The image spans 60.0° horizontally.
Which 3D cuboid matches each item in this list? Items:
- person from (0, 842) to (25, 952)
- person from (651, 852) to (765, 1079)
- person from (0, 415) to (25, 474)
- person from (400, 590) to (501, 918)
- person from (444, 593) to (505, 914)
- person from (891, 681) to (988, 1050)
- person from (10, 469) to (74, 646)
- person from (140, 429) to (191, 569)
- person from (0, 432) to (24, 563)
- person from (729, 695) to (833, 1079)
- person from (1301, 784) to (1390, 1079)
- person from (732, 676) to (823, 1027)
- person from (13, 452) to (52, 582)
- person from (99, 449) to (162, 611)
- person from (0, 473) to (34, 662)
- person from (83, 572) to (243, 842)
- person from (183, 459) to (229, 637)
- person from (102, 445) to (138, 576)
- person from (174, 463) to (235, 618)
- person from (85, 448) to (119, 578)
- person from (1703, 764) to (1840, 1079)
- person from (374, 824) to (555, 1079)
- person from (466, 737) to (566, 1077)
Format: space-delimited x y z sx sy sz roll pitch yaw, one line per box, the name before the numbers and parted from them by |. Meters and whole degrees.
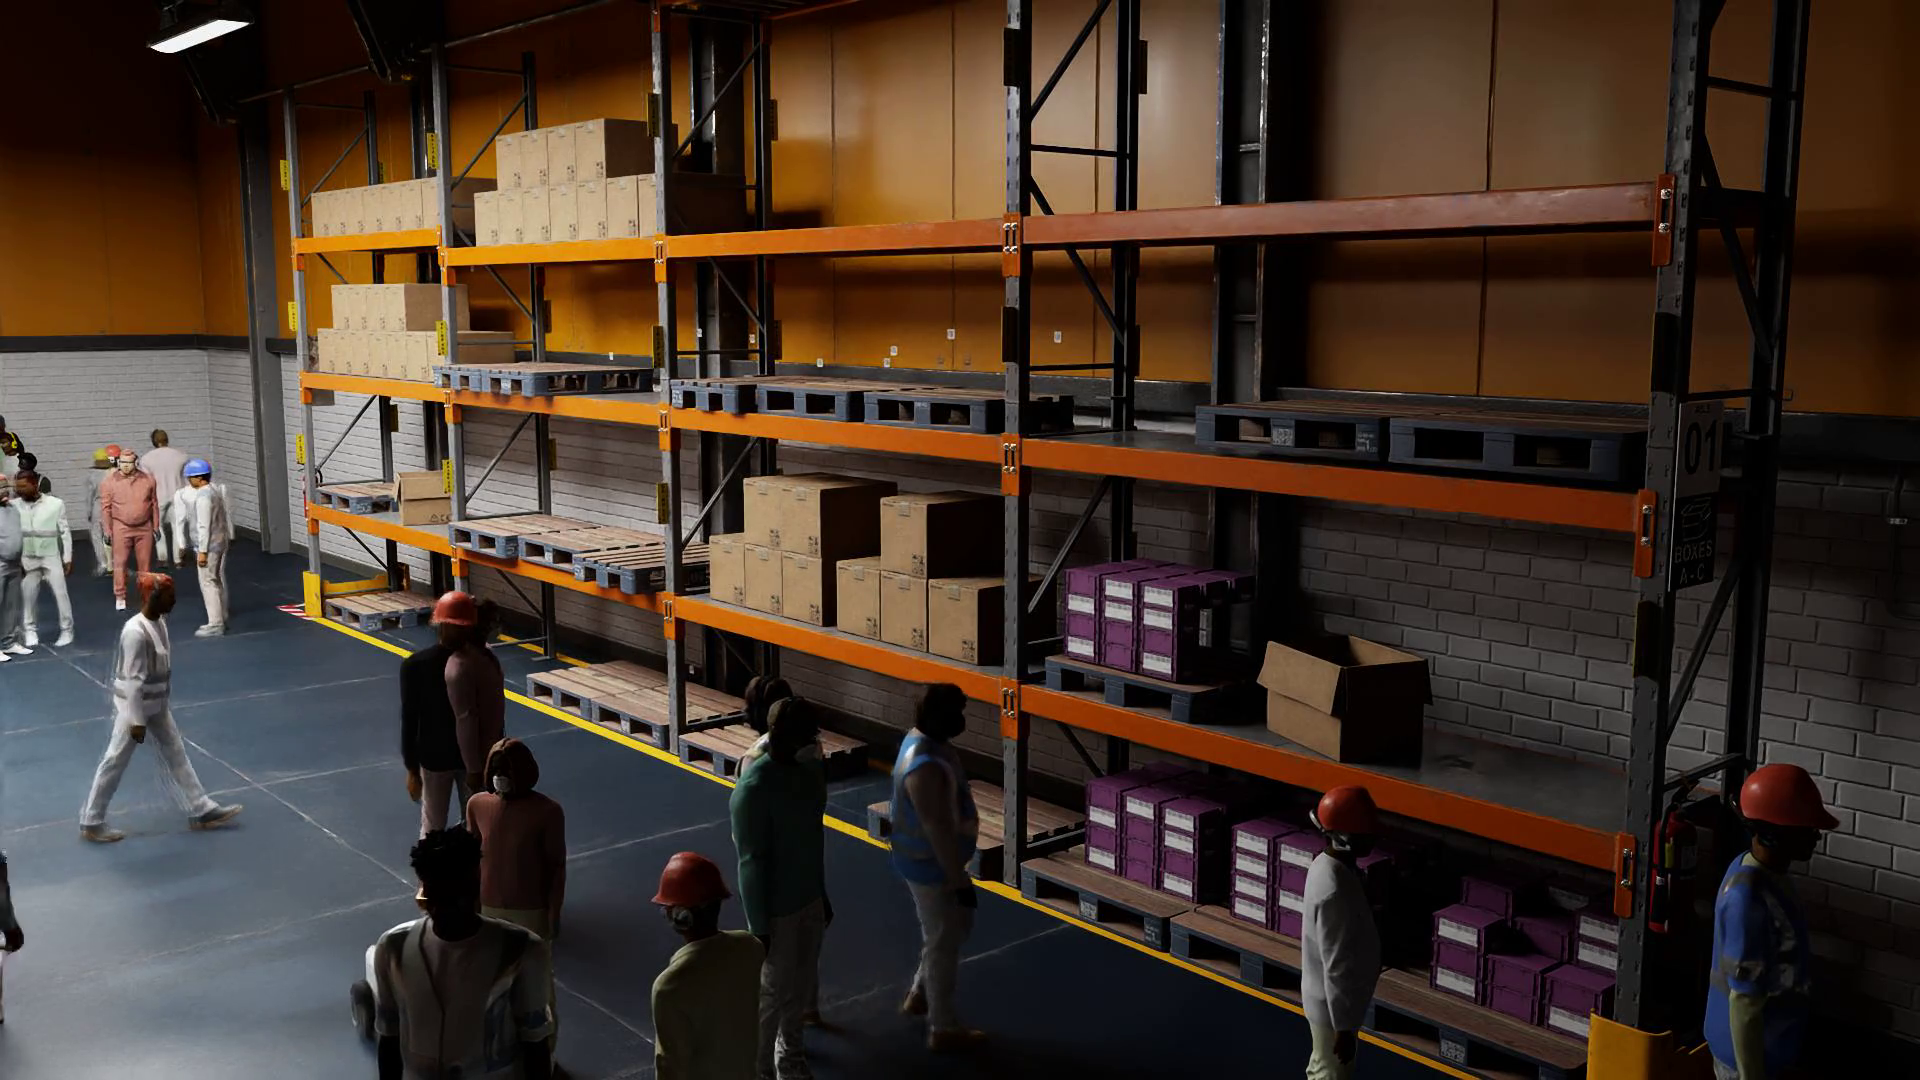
person | -4.438 1.658 7.304 0.553 1.905 0.461 3 9 20
person | -0.911 1.945 5.828 0.343 1.747 0.573 4 9 26
person | -13.870 -0.820 24.047 0.678 2.000 0.537 -5 10 -31
person | -2.941 1.279 9.704 0.624 1.982 0.529 -7 11 -42
person | -2.835 1.274 9.843 0.372 1.940 0.632 -1 8 -5
person | -0.102 1.580 8.100 0.457 1.829 0.636 1 8 5
person | -9.715 0.182 17.600 0.653 1.904 0.429 -1 8 -8
person | -10.784 -0.554 22.627 0.693 1.922 0.535 -6 10 -38
person | -12.882 -0.540 22.693 0.532 1.868 0.310 4 9 25
person | -0.762 1.632 7.375 0.373 1.935 0.628 4 9 24
person | 1.521 1.828 6.634 0.324 1.752 0.562 1 8 10
person | -0.906 1.570 8.167 0.430 1.836 0.630 3 9 22
person | -12.055 -0.299 21.614 0.540 1.695 0.317 1 8 10
person | -9.800 -0.125 19.696 0.652 1.902 0.402 -7 11 -41
person | -9.745 0.270 16.936 0.400 1.907 0.645 1 8 6
person | -5.494 1.130 11.284 0.899 1.842 0.656 -1 8 -7
person | -8.221 0.081 18.170 0.419 1.933 0.619 -2 8 -15
person | -11.190 -0.385 22.025 0.564 1.747 0.339 5 10 31
person | -8.642 -0.002 19.045 0.603 1.839 0.692 -4 9 -23
person | -11.243 -0.351 21.942 0.520 1.728 0.630 -4 9 -28
person | 2.848 1.788 5.904 0.377 2.045 0.605 5 9 30
person | -1.645 1.888 5.515 0.606 1.957 0.373 1 8 5
person | -2.083 1.722 7.781 0.499 1.633 0.286 1 8 9
